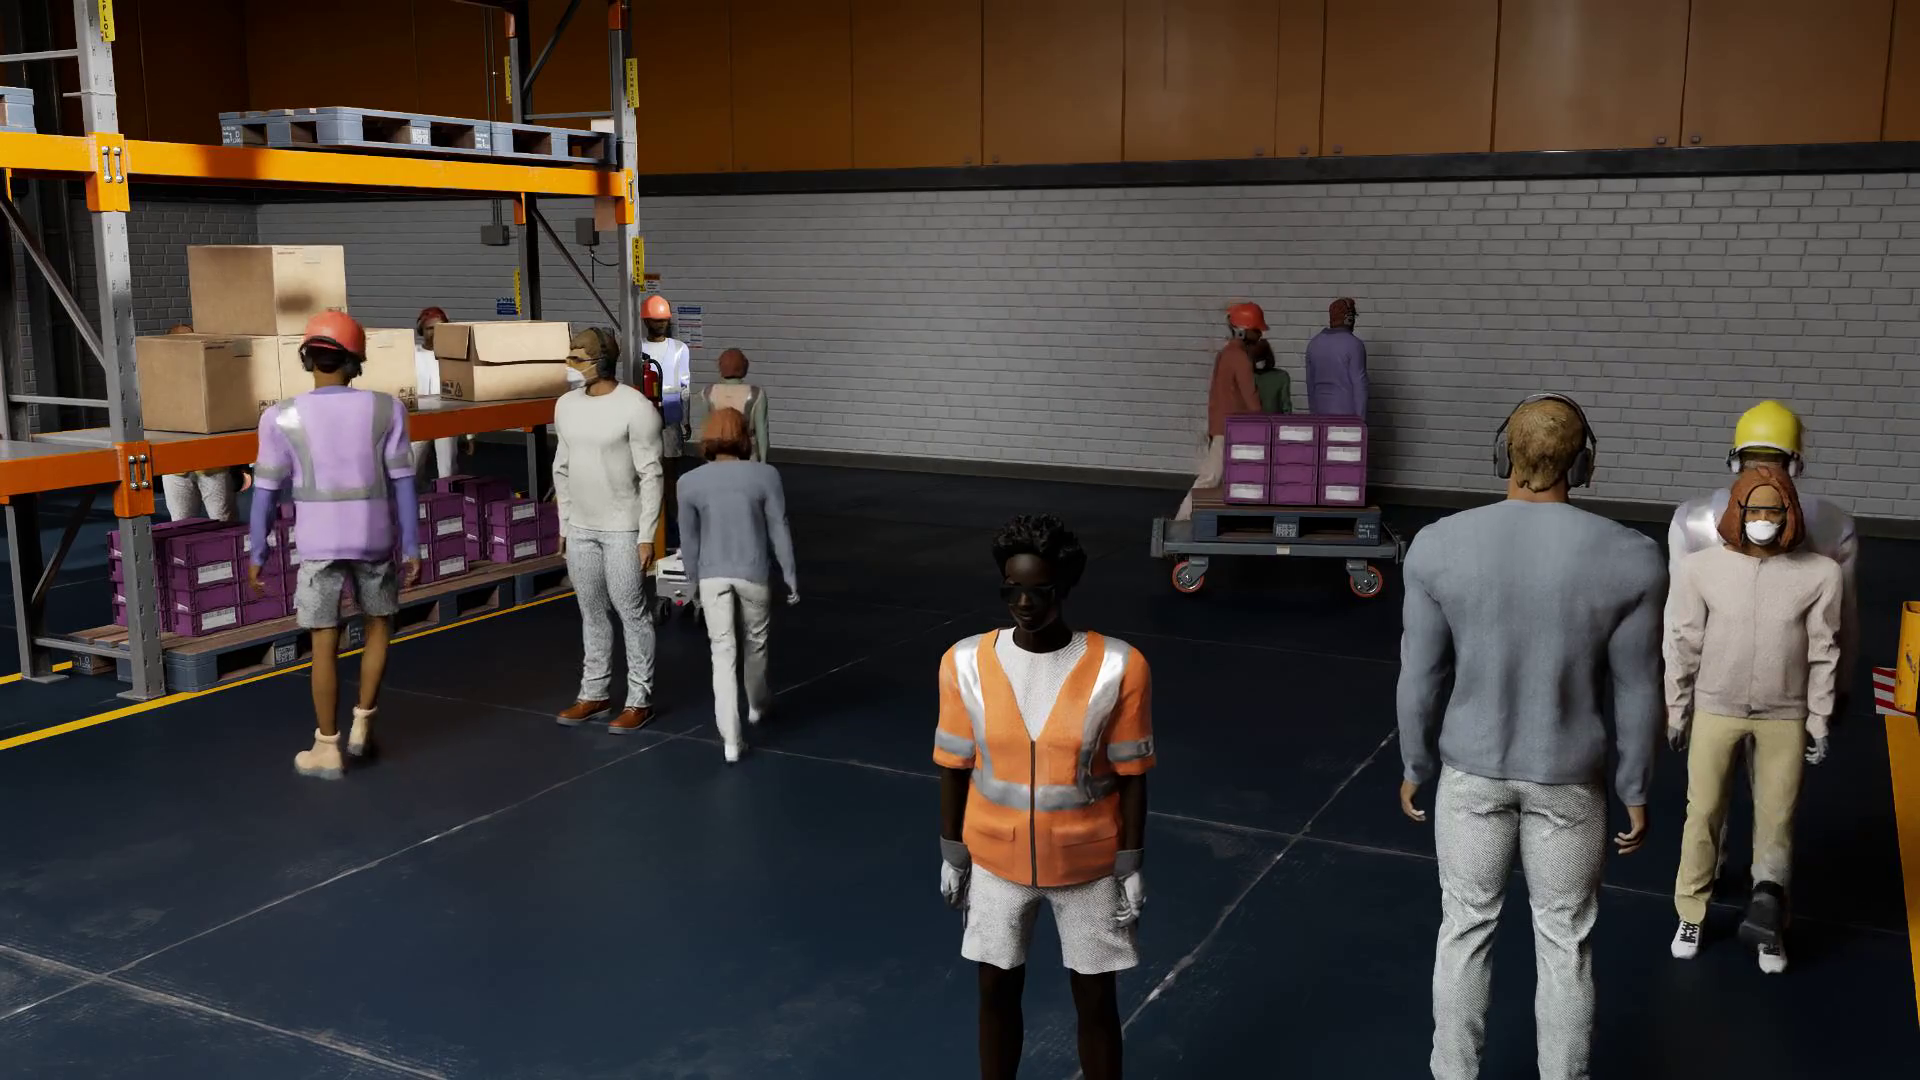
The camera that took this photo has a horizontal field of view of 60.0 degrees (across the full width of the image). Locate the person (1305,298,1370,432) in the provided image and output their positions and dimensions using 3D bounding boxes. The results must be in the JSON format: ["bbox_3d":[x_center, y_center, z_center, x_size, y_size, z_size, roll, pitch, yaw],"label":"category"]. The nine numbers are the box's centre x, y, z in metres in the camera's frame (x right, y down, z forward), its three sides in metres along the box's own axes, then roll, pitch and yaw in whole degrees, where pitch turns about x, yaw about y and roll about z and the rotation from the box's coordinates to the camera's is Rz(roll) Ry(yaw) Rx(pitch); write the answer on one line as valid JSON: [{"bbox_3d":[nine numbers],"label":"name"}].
[{"bbox_3d":[3.169,-1.054,13.863,0.411,1.910,0.643,-6,12,-32],"label":"person"}]

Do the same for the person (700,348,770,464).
[{"bbox_3d":[-1.582,-0.547,11.765,0.512,1.619,0.401,1,10,6],"label":"person"}]

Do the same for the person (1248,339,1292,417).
[{"bbox_3d":[2.425,-0.826,13.396,0.530,1.607,0.418,0,10,3],"label":"person"}]

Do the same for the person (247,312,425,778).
[{"bbox_3d":[-2.749,0.023,7.300,0.724,2.019,0.493,-5,11,-25],"label":"person"}]

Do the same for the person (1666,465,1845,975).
[{"bbox_3d":[2.508,0.567,5.298,0.493,1.624,0.282,3,10,19],"label":"person"}]

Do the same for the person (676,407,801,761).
[{"bbox_3d":[-1.014,0.178,7.690,0.563,1.564,0.889,-1,10,-6],"label":"person"}]

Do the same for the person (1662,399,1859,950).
[{"bbox_3d":[2.658,0.440,5.560,0.605,1.803,0.815,5,11,25],"label":"person"}]

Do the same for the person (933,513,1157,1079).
[{"bbox_3d":[0.197,0.765,3.979,0.537,1.690,0.323,2,10,13],"label":"person"}]

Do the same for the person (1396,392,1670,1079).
[{"bbox_3d":[1.428,0.598,4.210,0.636,1.938,0.355,4,11,22],"label":"person"}]

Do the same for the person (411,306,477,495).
[{"bbox_3d":[-3.985,-0.823,12.603,0.638,1.875,0.409,-2,10,-13],"label":"person"}]

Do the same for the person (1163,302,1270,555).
[{"bbox_3d":[2.029,-0.802,12.404,1.105,1.929,0.603,0,10,-1],"label":"person"}]

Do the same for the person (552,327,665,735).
[{"bbox_3d":[-1.679,-0.043,7.926,0.629,1.936,0.372,6,11,31],"label":"person"}]

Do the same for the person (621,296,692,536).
[{"bbox_3d":[-2.425,-0.982,13.361,0.552,1.937,0.358,-3,10,-19],"label":"person"}]

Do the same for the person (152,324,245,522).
[{"bbox_3d":[-4.885,-0.461,10.649,0.625,1.837,0.429,-1,10,-5],"label":"person"}]

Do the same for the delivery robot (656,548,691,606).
[{"bbox_3d":[-1.603,0.174,10.395,0.477,0.478,0.707,3,10,19],"label":"delivery robot"}]
